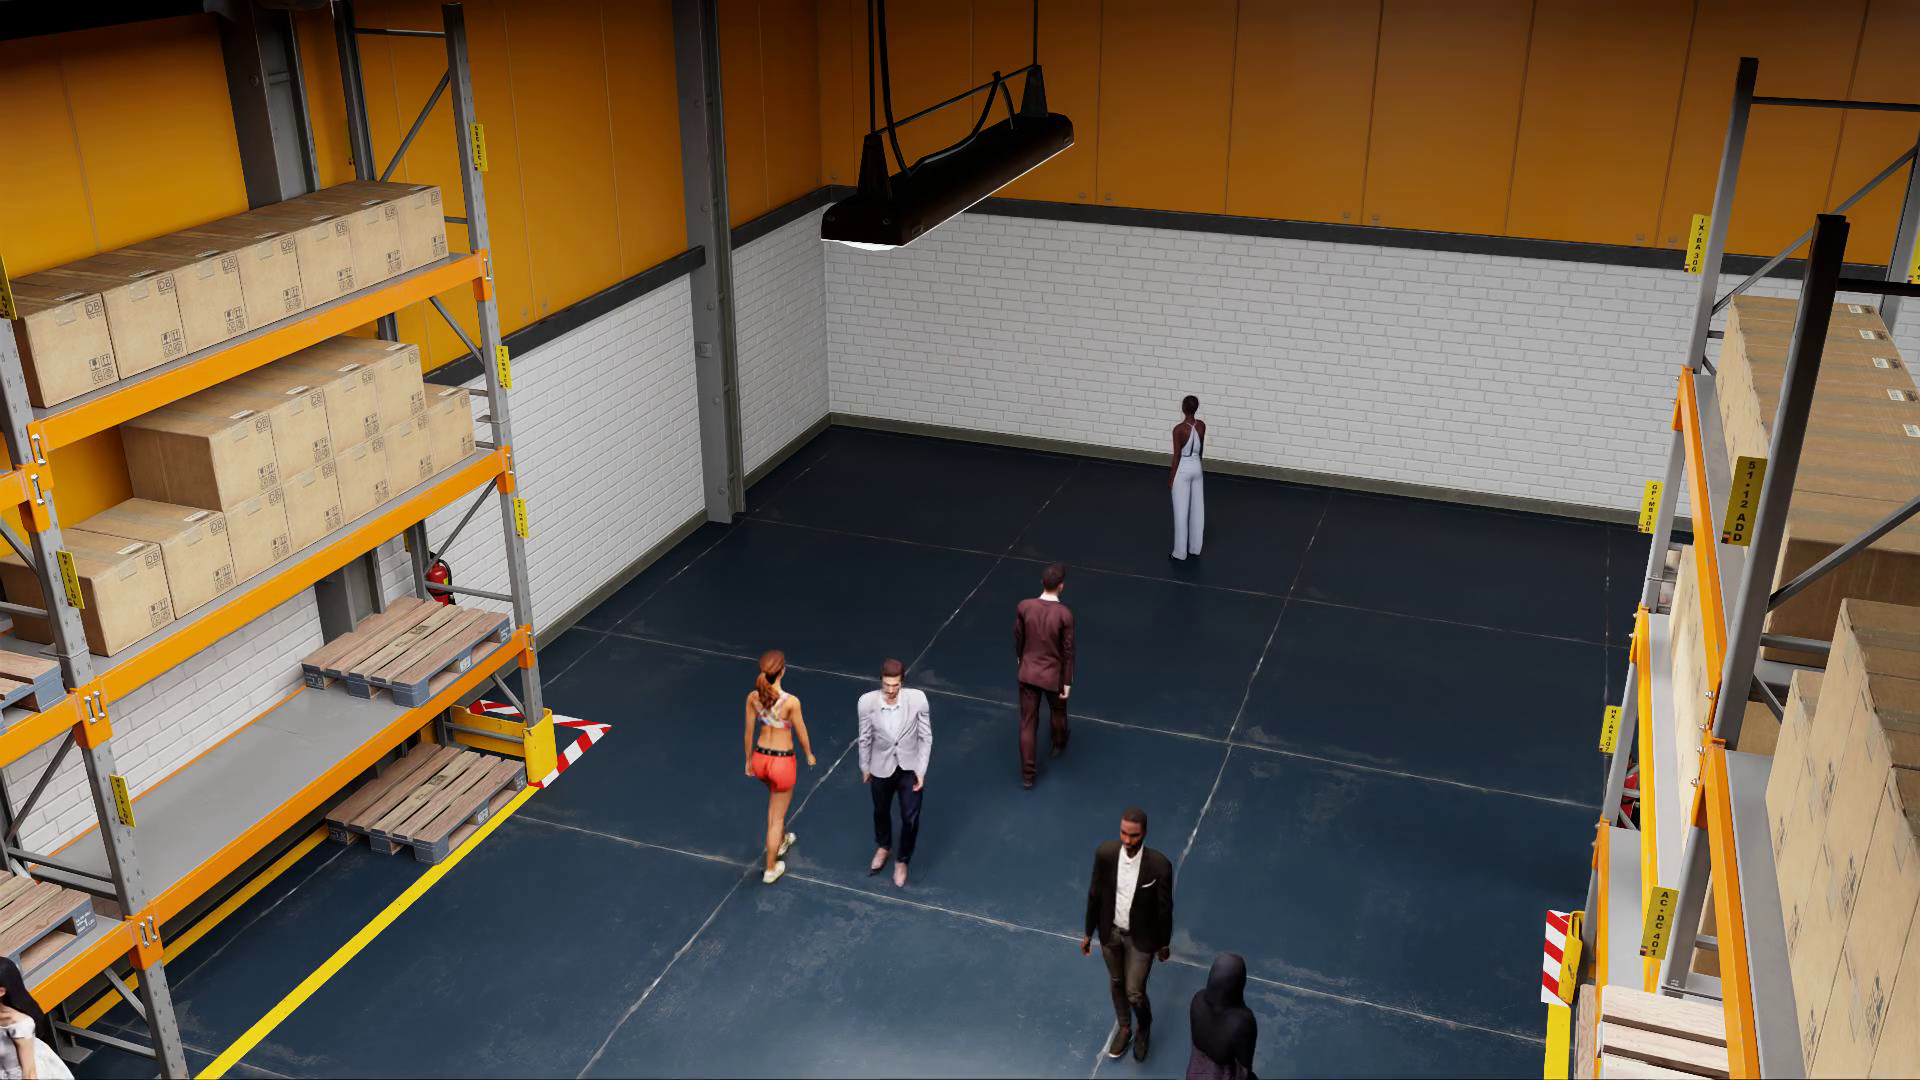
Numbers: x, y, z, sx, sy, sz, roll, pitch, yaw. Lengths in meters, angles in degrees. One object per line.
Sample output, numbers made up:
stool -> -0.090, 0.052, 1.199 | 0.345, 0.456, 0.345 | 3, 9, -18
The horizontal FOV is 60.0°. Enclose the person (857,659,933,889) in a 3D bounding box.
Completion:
person -> -0.434, 1.605, 11.985 | 0.805, 1.813, 0.863 | 5, 24, 10

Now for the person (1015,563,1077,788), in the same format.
person -> 0.632, 1.107, 13.107 | 0.728, 1.827, 1.049 | 6, 24, 14

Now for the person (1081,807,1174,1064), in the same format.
person -> 1.065, 2.379, 10.243 | 0.713, 1.790, 0.660 | 12, 27, 26

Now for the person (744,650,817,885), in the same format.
person -> -1.364, 1.663, 11.902 | 0.609, 1.773, 0.810 | 11, 26, 23

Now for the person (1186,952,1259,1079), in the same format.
person -> 1.369, 2.977, 9.097 | 1.008, 1.611, 0.863 | -20, 30, -38

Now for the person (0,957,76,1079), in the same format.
person -> -4.967, 2.966, 8.926 | 0.806, 1.769, 0.778 | -18, 29, -35

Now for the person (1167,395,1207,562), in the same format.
person -> 2.344, -0.644, 17.169 | 0.612, 1.782, 0.708 | -16, 28, -32
